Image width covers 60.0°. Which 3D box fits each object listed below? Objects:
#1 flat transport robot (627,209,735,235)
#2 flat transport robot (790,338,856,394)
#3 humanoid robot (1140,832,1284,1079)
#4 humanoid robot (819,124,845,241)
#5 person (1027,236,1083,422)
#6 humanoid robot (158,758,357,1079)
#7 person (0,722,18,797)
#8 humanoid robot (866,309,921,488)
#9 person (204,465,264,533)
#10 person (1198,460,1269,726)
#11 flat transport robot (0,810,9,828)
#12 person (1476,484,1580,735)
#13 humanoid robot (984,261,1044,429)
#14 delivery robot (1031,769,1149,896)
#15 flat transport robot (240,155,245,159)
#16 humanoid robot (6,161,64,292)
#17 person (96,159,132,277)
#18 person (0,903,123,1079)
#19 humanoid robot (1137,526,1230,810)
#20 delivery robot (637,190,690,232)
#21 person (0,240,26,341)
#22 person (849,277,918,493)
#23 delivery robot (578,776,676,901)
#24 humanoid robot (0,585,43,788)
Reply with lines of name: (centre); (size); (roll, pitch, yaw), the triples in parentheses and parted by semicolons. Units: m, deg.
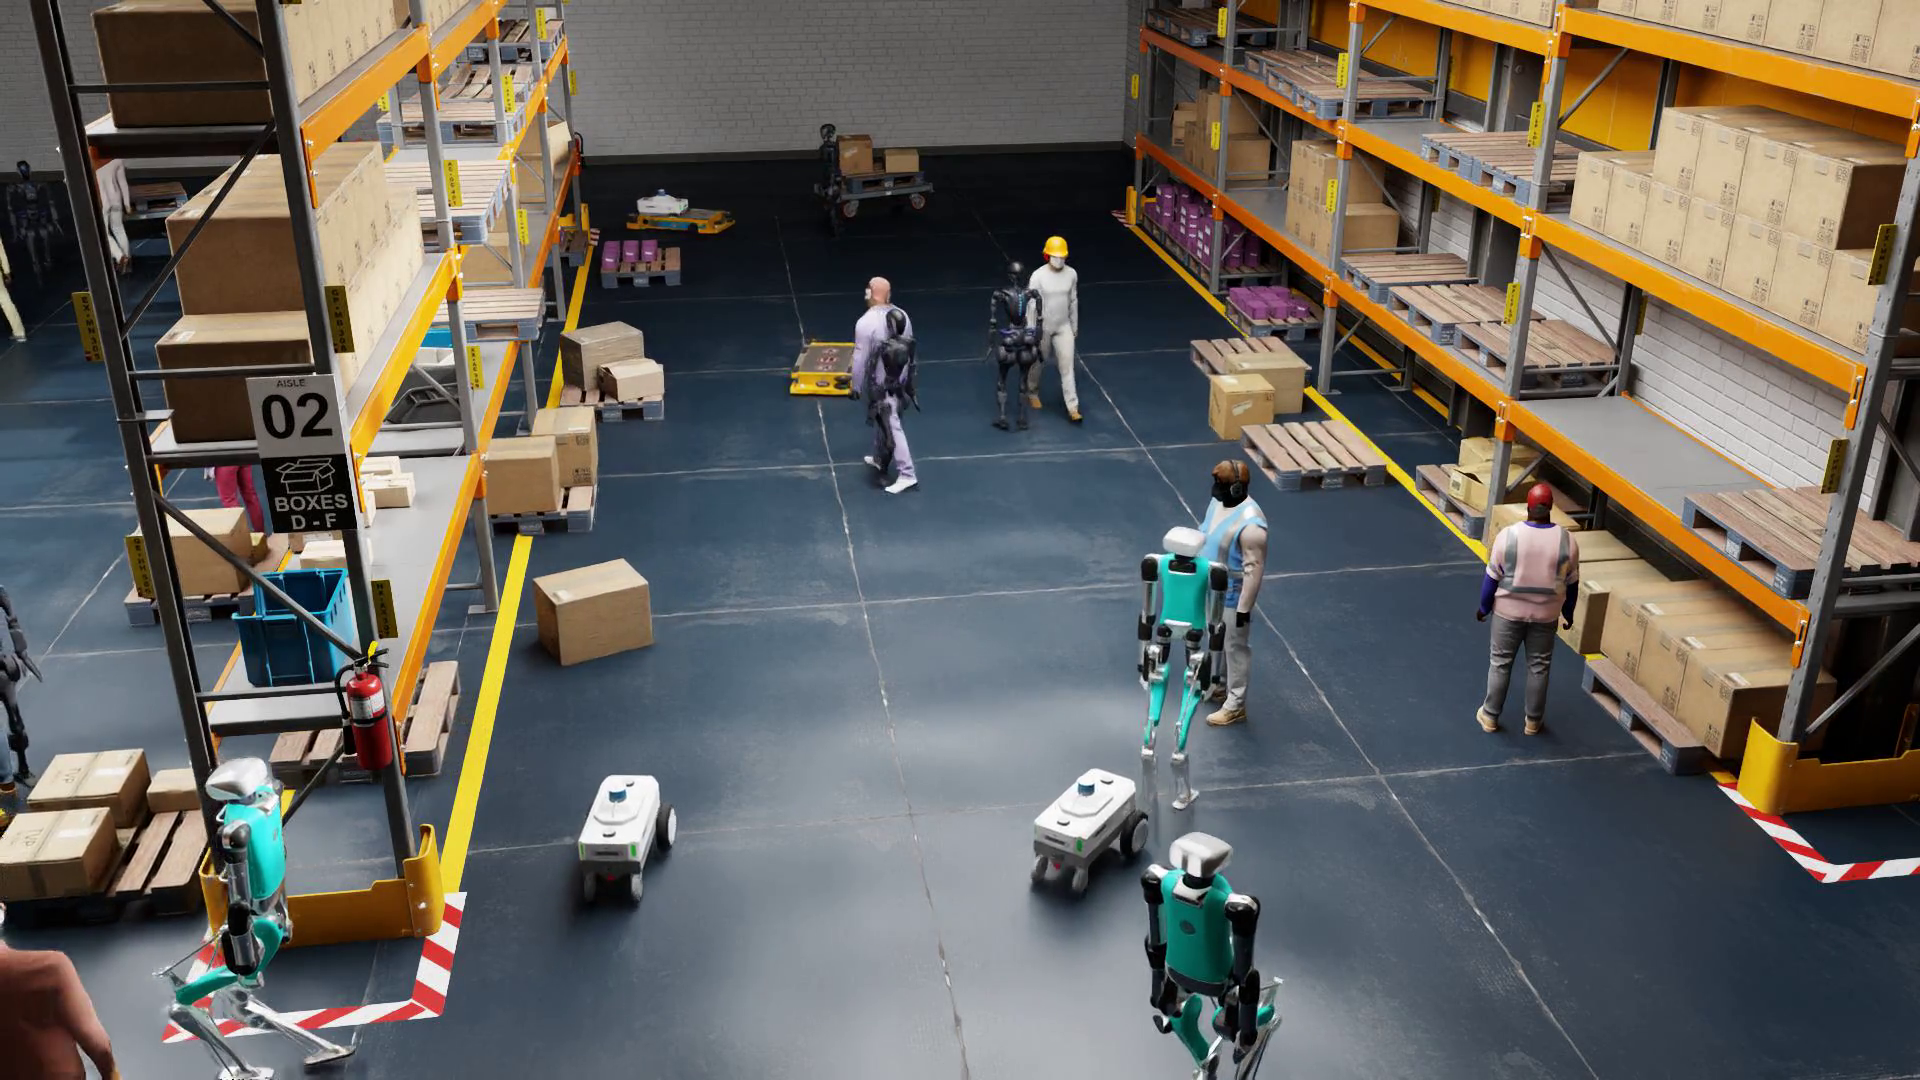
flat transport robot: (-4.082, -4.670, 24.316); (1.431, 0.231, 0.659); (6, 24, 14)
flat transport robot: (-1.416, -1.866, 17.929); (0.659, 0.231, 1.431); (1, 24, 2)
humanoid robot: (1.118, 1.994, 7.305); (0.560, 1.735, 1.030); (17, 29, 33)
humanoid robot: (-1.789, -5.035, 23.416); (0.392, 1.643, 0.619); (-6, 24, -14)
person: (0.931, -2.113, 16.552); (0.578, 1.840, 0.992); (-7, 25, -15)
humanoid robot: (-3.351, 1.814, 7.690); (0.906, 1.741, 0.556); (-1, 24, -2)
person: (-6.074, 0.719, 9.906); (0.384, 1.987, 0.607); (14, 28, 30)
humanoid robot: (-0.623, -1.277, 14.843); (0.387, 1.642, 0.590); (21, 31, 39)
person: (-5.890, -0.628, 13.417); (0.284, 1.626, 0.498); (8, 25, 18)
person: (1.752, 0.337, 10.954); (0.429, 1.842, 0.627); (-6, 24, -14)
flat transport robot: (-6.348, 1.816, 9.540); (0.659, 0.231, 1.431); (13, 27, 27)
person: (3.678, 0.453, 10.799); (0.603, 1.755, 0.420); (4, 24, 10)
humanoid robot: (0.540, -1.898, 16.251); (0.602, 1.637, 0.369); (-6, 24, -14)
delivery robot: (0.727, 1.632, 9.596); (0.499, 0.587, 0.782); (15, 28, 30)
flat transport robot: (-9.966, -4.998, 25.065); (1.431, 0.231, 0.659); (-18, 29, -35)
humanoid robot: (-11.665, -3.956, 20.969); (0.609, 1.644, 0.611); (-21, 31, -39)
person: (-11.034, -4.342, 21.542); (0.669, 1.909, 0.657); (17, 29, 33)
person: (-3.718, 2.178, 6.635); (0.628, 1.945, 0.906); (-1, 24, -3)
humanoid robot: (1.265, 0.850, 9.937); (0.534, 1.800, 0.668); (9, 25, 19)
delivery robot: (-4.308, -4.800, 24.274); (0.793, 0.608, 0.499); (5, 24, 11)
person: (-11.036, -3.029, 18.775); (0.571, 1.727, 0.487); (-11, 26, -24)
person: (-0.647, -1.407, 14.921); (0.843, 1.860, 0.676); (15, 28, 30)
delivery robot: (-1.940, 1.669, 9.544); (0.499, 0.614, 0.818); (0, 24, 1)
humanoid robot: (-5.982, 0.774, 10.162); (0.607, 1.650, 0.355); (-18, 30, -36)
